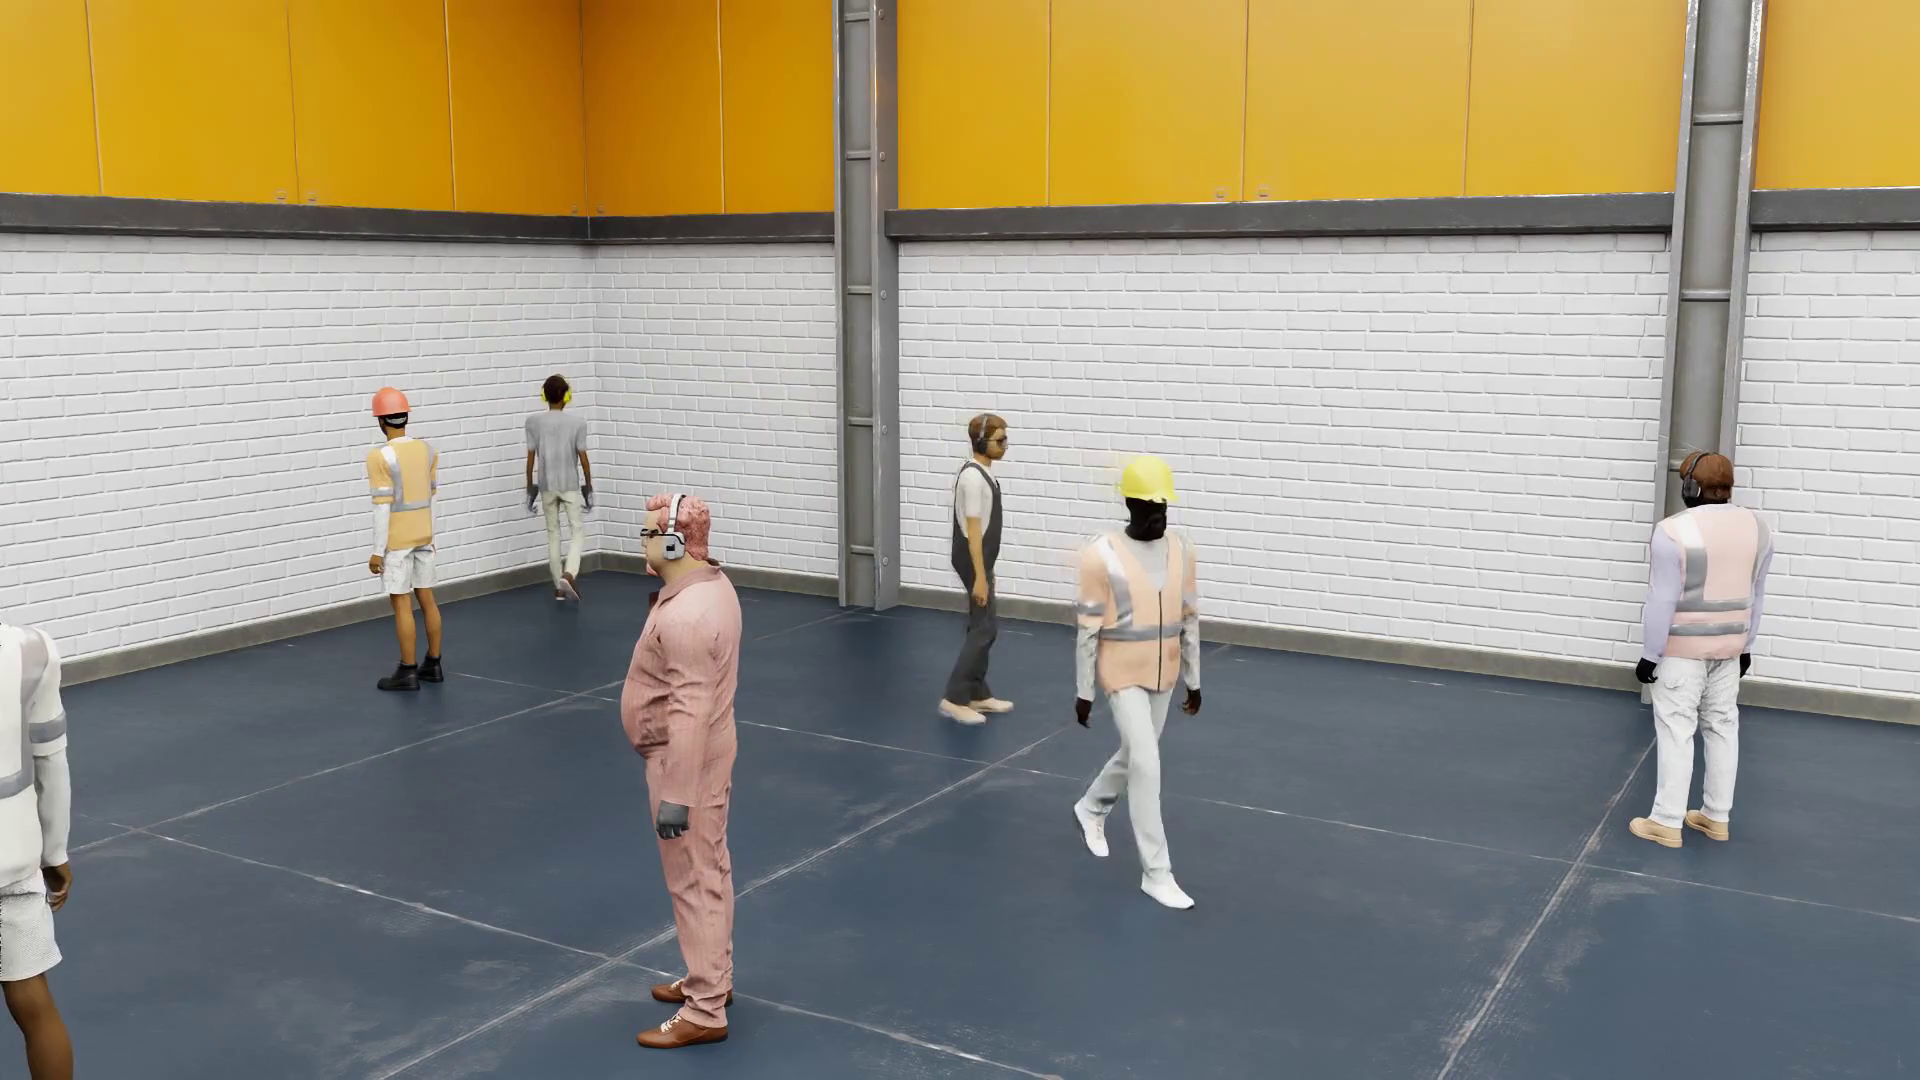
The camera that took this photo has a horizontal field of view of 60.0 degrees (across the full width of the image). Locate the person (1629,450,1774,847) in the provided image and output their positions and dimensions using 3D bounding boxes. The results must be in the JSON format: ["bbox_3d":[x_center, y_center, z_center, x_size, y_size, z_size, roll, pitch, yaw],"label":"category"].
[{"bbox_3d":[3.407,0.502,7.710,0.634,1.841,0.429,-3,10,-17],"label":"person"}]

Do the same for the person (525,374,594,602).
[{"bbox_3d":[-3.216,-0.403,13.317,0.551,1.855,0.681,0,9,-3],"label":"person"}]

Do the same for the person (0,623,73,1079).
[{"bbox_3d":[-2.765,0.902,4.583,0.394,2.041,0.612,5,10,30],"label":"person"}]

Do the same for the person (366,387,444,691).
[{"bbox_3d":[-3.553,-0.003,10.573,0.376,1.934,0.547,4,10,25],"label":"person"}]

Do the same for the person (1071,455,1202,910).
[{"bbox_3d":[0.744,0.558,7.227,0.596,1.894,0.922,-6,11,-32],"label":"person"}]

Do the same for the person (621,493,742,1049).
[{"bbox_3d":[-0.959,0.783,5.752,0.409,1.907,0.651,0,9,-1],"label":"person"}]

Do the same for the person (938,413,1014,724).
[{"bbox_3d":[0.099,0.170,9.827,0.424,1.833,0.512,1,9,3],"label":"person"}]
